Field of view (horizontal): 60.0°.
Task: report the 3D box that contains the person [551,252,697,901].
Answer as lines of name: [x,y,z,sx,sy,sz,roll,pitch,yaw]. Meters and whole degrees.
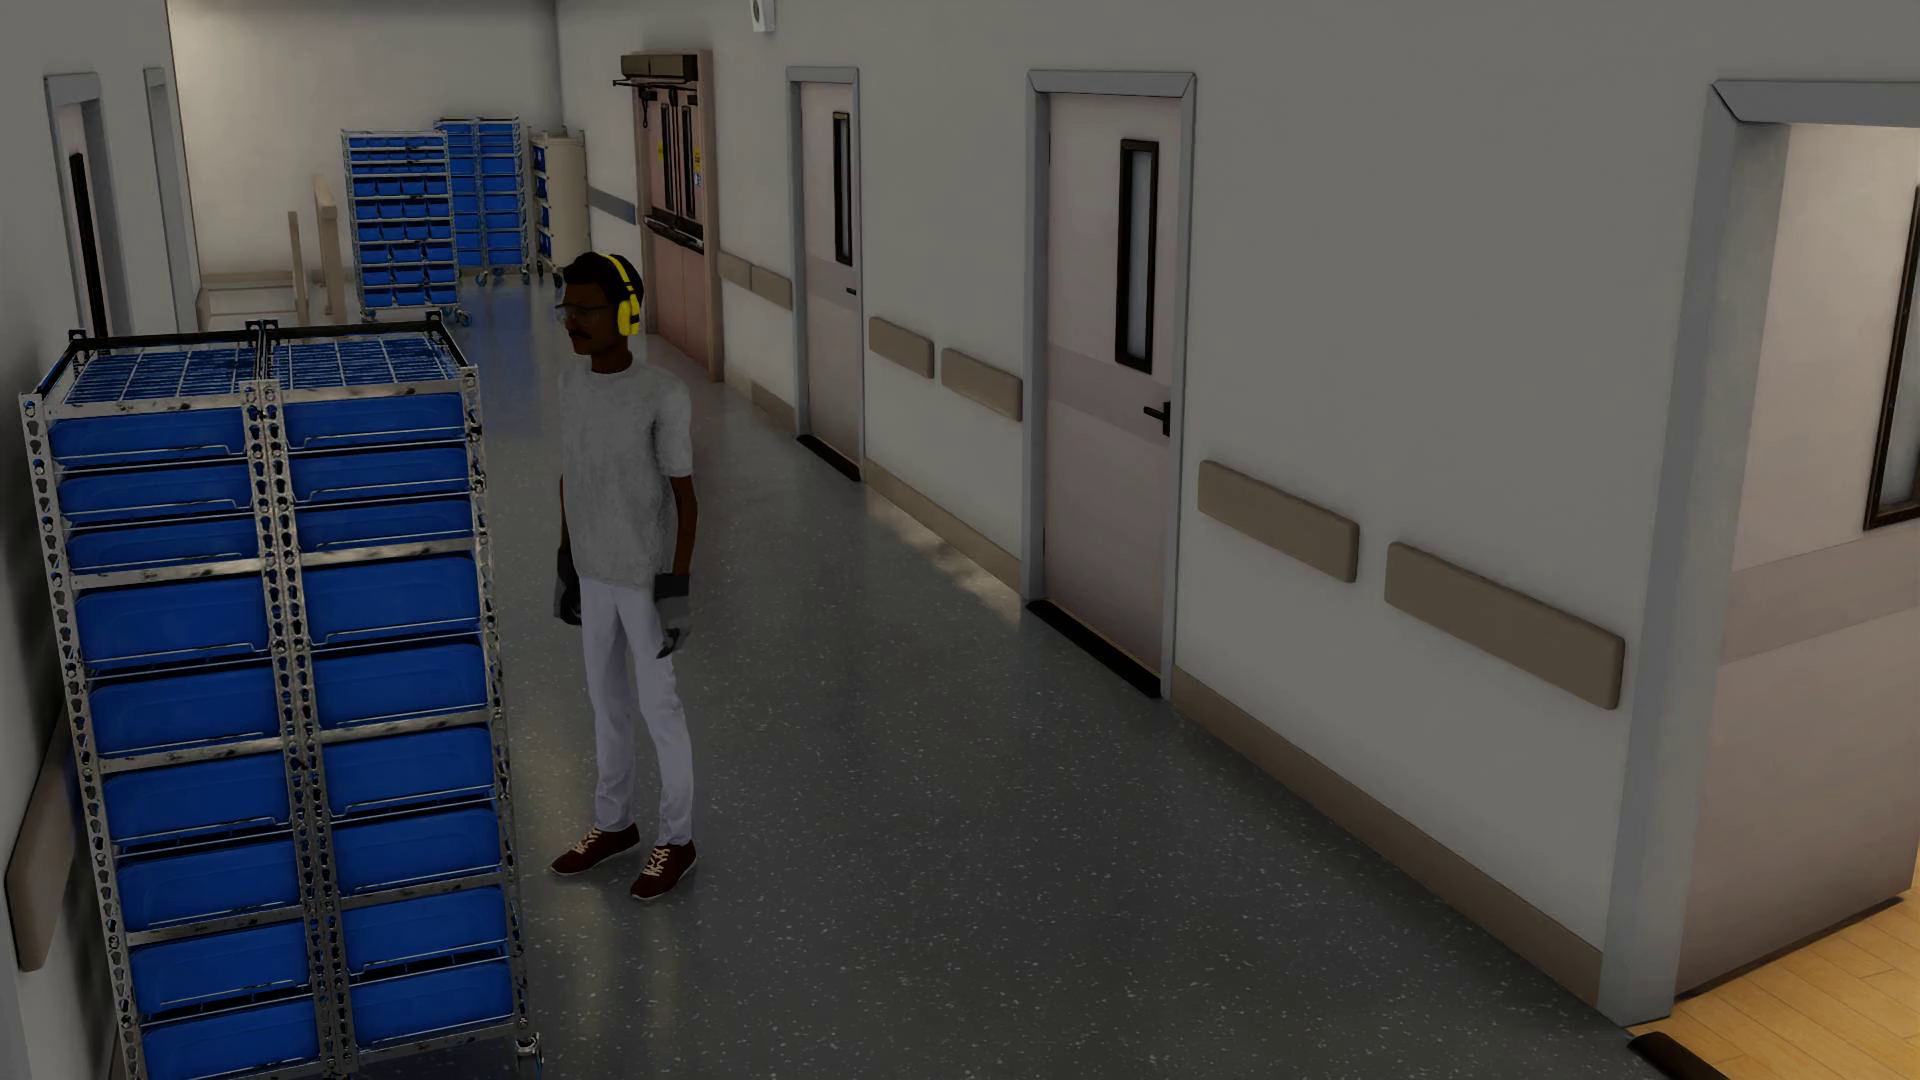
person: [-0.974,0.115,4.763,0.517,1.874,0.328,10,19,32]
